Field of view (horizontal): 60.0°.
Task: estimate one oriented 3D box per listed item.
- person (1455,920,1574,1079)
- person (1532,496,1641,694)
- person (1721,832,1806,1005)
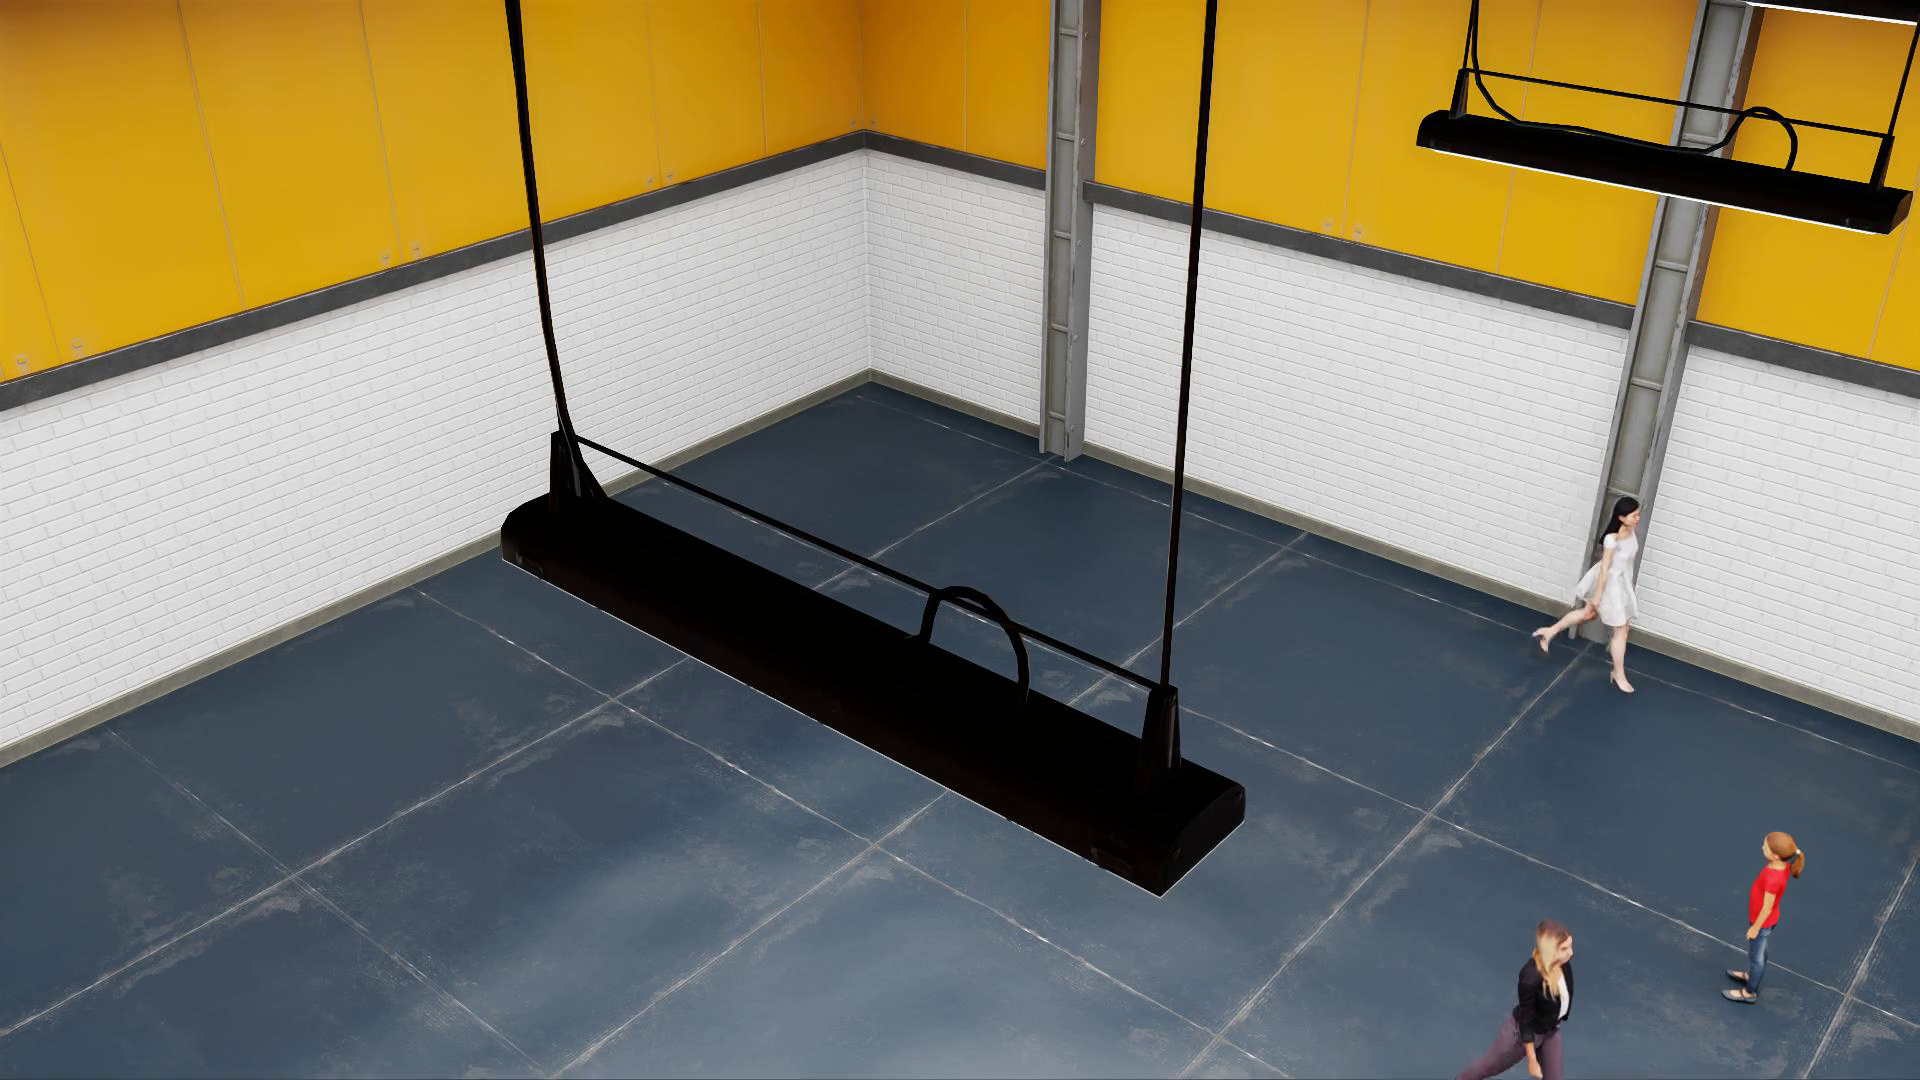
[{"bbox_3d":[3.204,2.847,9.639,0.757,1.619,1.114,-21,35,-33],"label":"person"},{"bbox_3d":[5.375,0.408,13.983,1.139,1.739,0.598,21,35,33],"label":"person"},{"bbox_3d":[5.193,2.427,10.731,0.501,1.310,0.514,17,33,28],"label":"person"}]
